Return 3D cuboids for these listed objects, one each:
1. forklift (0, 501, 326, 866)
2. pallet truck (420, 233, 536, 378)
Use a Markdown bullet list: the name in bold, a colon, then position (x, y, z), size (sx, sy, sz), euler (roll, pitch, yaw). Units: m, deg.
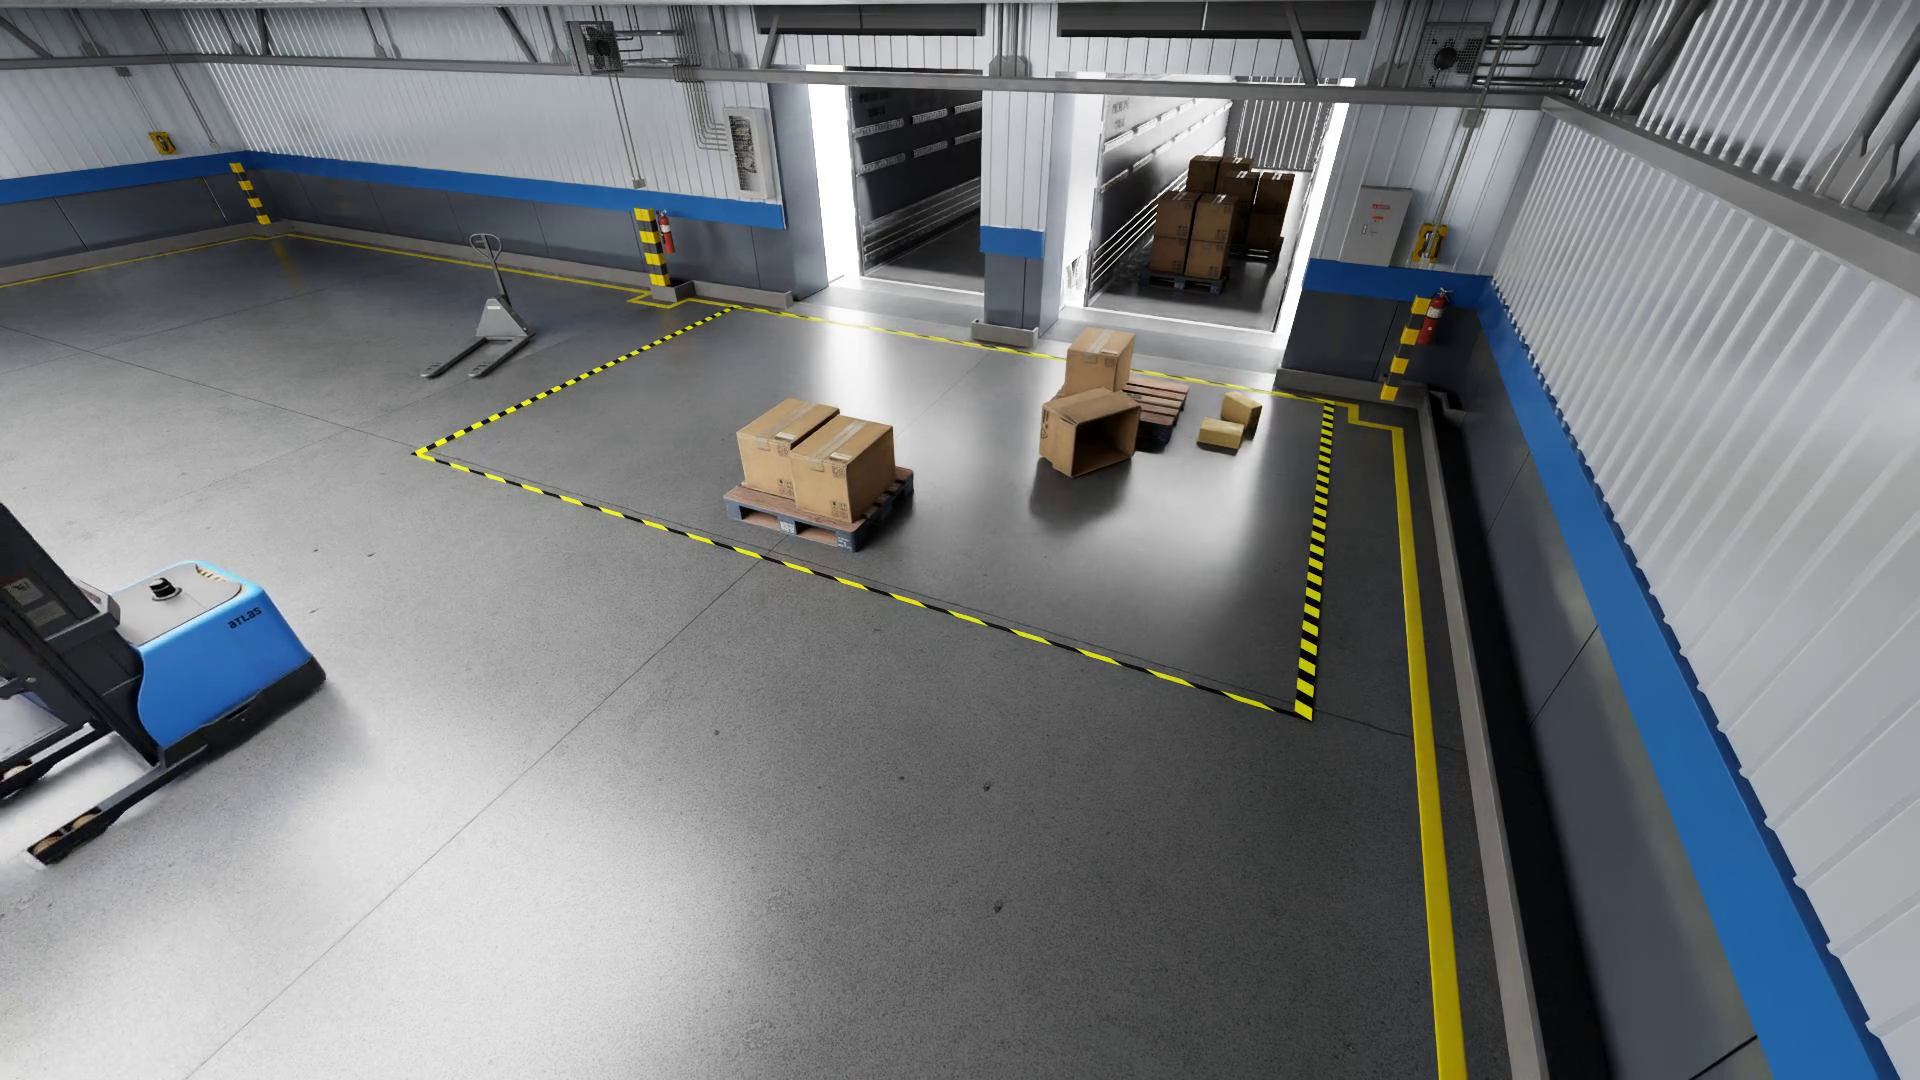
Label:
- **forklift**: position (-4.305, 0.197, 3.654), size (0.716, 2.013, 0.776), euler (15, 38, 20)
- **pallet truck**: position (-5.664, -2.712, 8.427), size (0.680, 1.201, 1.601), euler (0, 35, -1)
